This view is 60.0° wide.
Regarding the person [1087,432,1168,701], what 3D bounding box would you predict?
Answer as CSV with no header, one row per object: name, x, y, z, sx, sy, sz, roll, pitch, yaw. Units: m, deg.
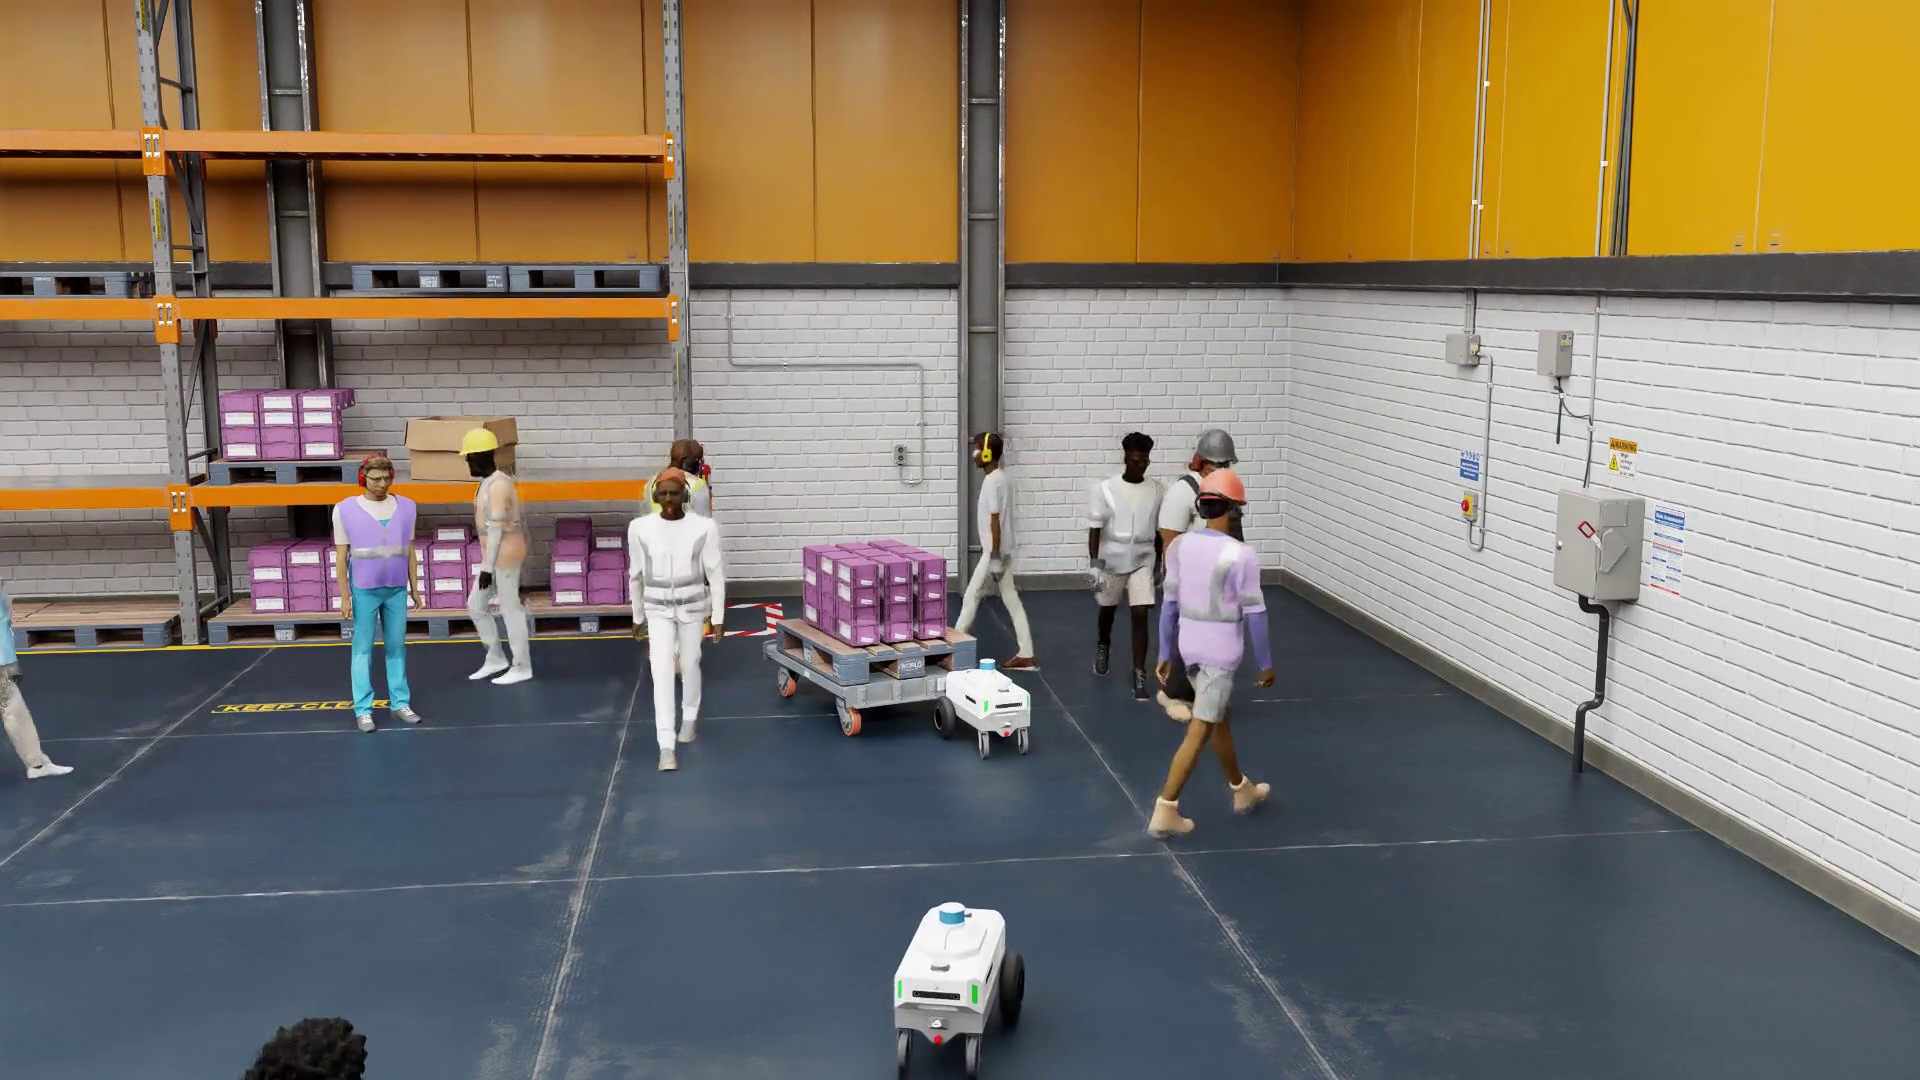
person,1.204,0.150,12.204,0.617,1.923,1.051,-1,9,-4

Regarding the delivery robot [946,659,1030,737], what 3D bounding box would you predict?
delivery robot,0.176,1.007,10.664,0.477,0.478,0.707,-3,10,-21

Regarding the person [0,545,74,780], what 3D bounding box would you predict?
person,-5.712,0.692,9.681,0.855,1.601,0.520,-9,12,-43

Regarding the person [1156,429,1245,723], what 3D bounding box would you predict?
person,1.662,0.227,11.207,0.540,2.000,0.693,7,11,37

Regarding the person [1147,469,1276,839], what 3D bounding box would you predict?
person,1.385,0.606,9.039,1.025,1.987,0.607,-6,11,-33

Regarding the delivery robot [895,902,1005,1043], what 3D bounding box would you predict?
delivery robot,-0.032,1.670,6.530,0.477,0.478,0.707,2,9,9

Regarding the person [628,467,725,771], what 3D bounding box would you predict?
person,-1.775,0.451,10.463,0.593,1.838,0.976,-1,9,-7

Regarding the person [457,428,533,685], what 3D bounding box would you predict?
person,-3.440,0.134,12.209,0.588,1.902,0.601,-5,10,-29

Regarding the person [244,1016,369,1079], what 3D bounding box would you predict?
person,-1.201,1.711,3.103,0.540,1.670,0.796,2,9,14

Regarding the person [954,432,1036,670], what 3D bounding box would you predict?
person,0.162,0.089,12.721,0.953,1.819,0.562,3,10,17

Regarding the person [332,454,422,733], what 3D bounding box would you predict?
person,-3.881,0.341,11.114,0.566,1.841,0.390,-9,12,-43

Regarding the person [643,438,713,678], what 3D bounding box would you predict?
person,-2.084,0.158,12.311,0.695,1.821,0.478,6,11,34
